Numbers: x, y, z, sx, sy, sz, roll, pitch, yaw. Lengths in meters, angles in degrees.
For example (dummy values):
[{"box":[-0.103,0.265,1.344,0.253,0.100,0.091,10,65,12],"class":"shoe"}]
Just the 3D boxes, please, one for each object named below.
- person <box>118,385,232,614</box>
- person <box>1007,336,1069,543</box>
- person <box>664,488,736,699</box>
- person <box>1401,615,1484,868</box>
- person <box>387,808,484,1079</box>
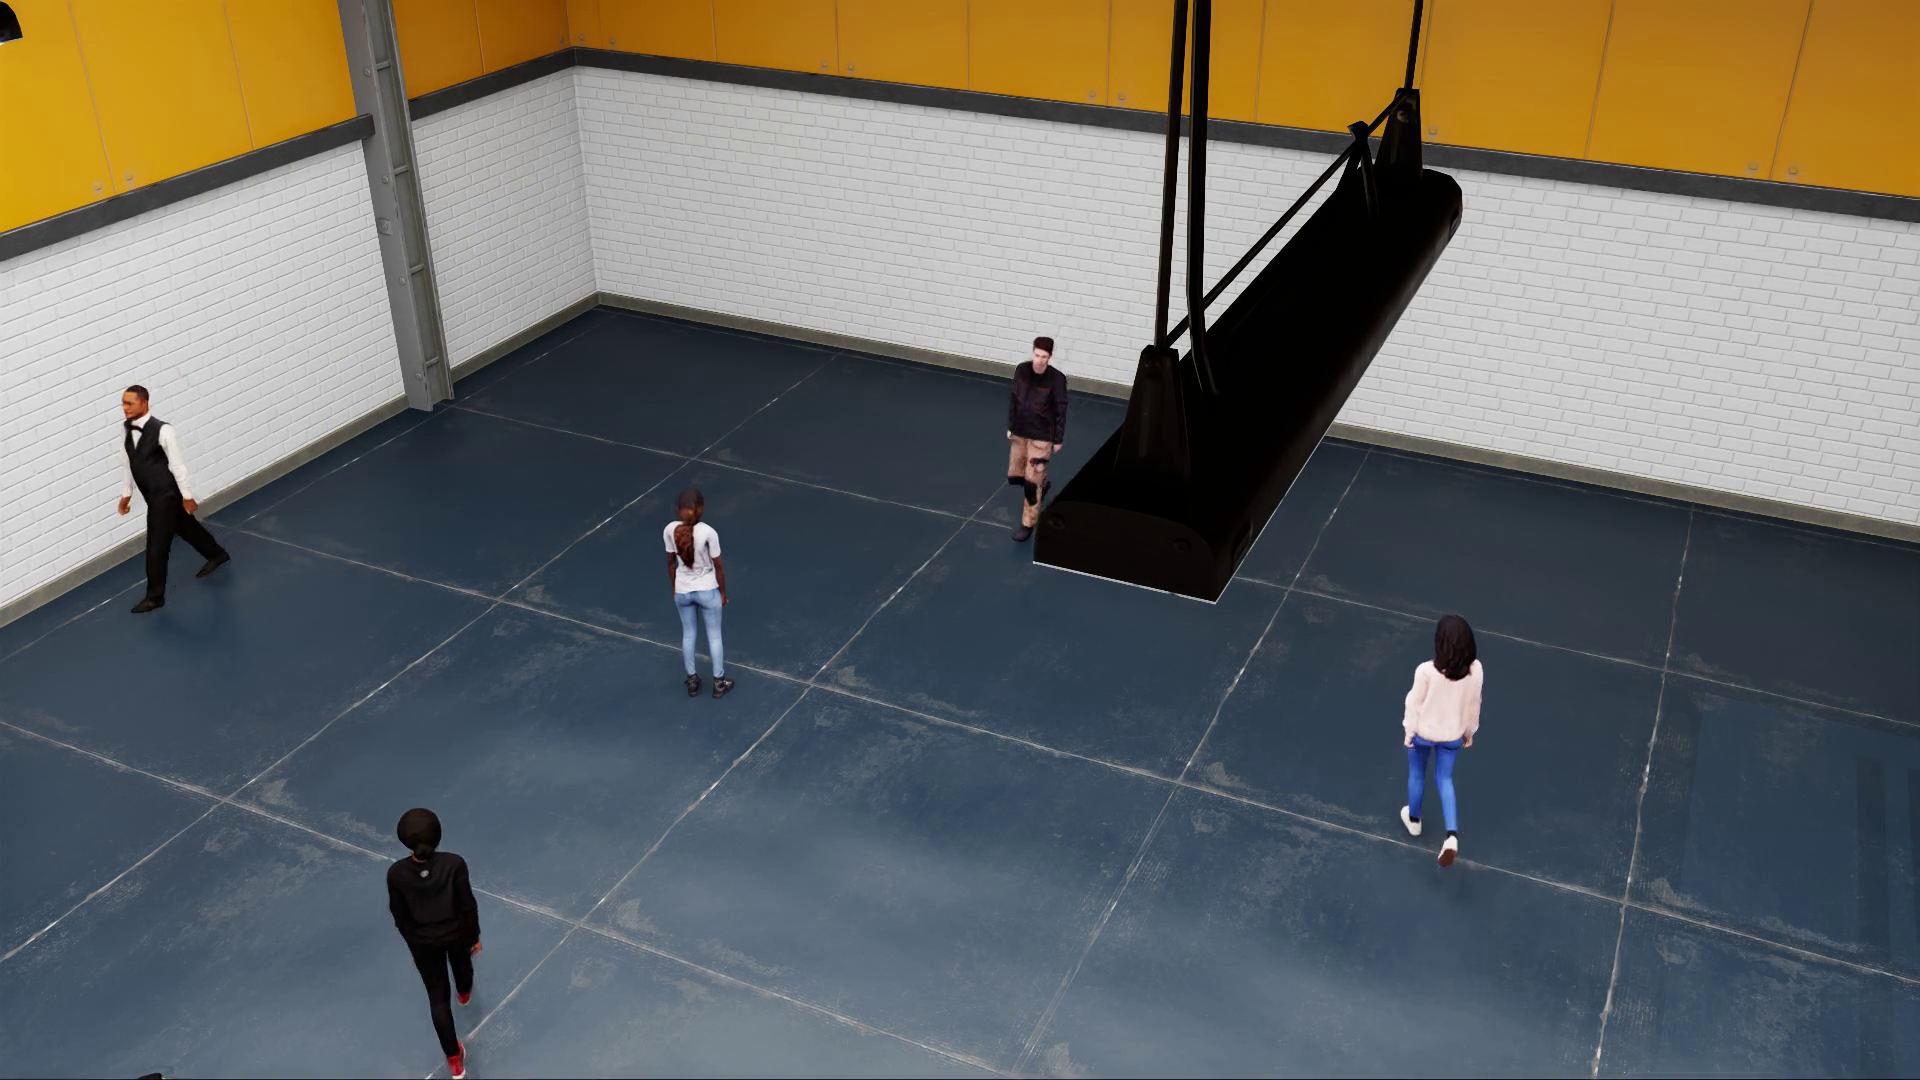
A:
[{"box":[-6.510,-0.419,13.718,0.775,1.867,1.306,16,32,26],"class":"person"},{"box":[0.694,-0.933,14.624,0.757,1.902,0.966,18,33,29],"class":"person"},{"box":[-1.953,0.393,12.384,0.634,1.719,0.603,5,29,10],"class":"person"},{"box":[3.092,1.301,10.685,0.933,1.752,1.121,-1,29,-2],"class":"person"},{"box":[-2.855,2.230,9.109,1.029,1.630,1.138,-7,29,-13],"class":"person"}]
